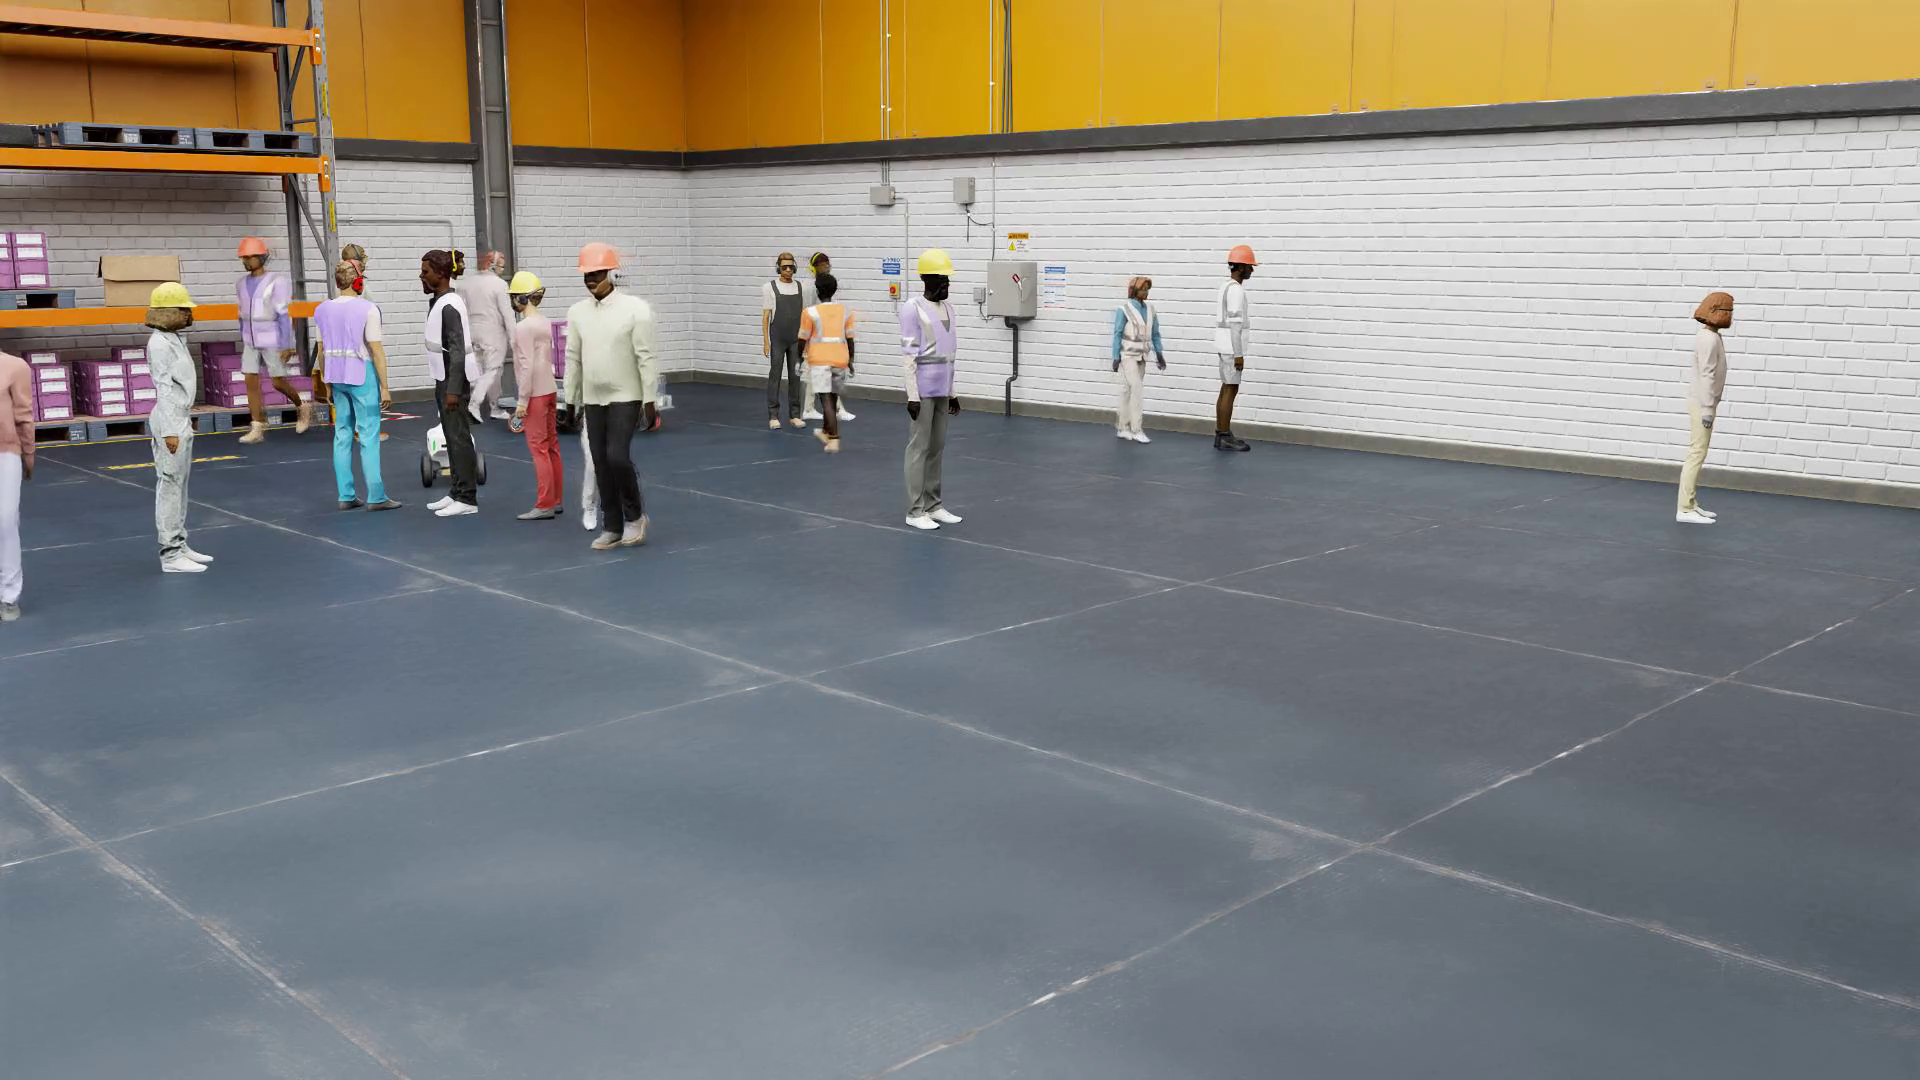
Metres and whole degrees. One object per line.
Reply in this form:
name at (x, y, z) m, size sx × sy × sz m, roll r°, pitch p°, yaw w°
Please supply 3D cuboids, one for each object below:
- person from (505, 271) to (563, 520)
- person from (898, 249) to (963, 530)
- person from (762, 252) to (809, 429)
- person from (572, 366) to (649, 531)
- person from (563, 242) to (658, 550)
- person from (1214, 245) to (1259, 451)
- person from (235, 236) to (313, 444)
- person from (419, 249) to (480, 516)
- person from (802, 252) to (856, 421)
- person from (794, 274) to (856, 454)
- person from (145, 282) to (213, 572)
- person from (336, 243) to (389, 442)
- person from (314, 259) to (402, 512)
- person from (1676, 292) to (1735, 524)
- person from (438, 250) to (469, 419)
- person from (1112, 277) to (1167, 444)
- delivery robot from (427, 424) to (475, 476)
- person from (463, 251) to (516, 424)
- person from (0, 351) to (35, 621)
person at (-3.049, -1.022, 11.868) m, size 0.331 × 1.768 × 0.526 m, roll 1°, pitch 10°, yaw 6°
person at (-0.189, -1.045, 11.551) m, size 0.370 × 1.928 × 0.585 m, roll 6°, pitch 12°, yaw 30°
person at (-1.822, -2.085, 17.448) m, size 0.514 × 1.844 × 0.327 m, roll -5°, pitch 12°, yaw -28°
person at (-2.378, -0.856, 11.328) m, size 0.529 × 1.622 × 0.348 m, roll -5°, pitch 12°, yaw -26°
person at (-2.264, -0.907, 10.665) m, size 0.647 × 1.973 × 0.442 m, roll 4°, pitch 11°, yaw 22°
person at (2.605, -1.801, 15.678) m, size 0.388 × 1.928 × 0.546 m, roll 0°, pitch 10°, yaw 2°
person at (-6.819, -1.976, 16.399) m, size 0.617 × 2.016 × 0.870 m, roll 3°, pitch 11°, yaw 17°
person at (-3.699, -1.138, 12.080) m, size 0.398 × 1.920 × 0.589 m, roll -4°, pitch 11°, yaw -23°
person at (-1.430, -2.207, 18.170) m, size 0.736 × 1.832 × 0.494 m, roll 2°, pitch 11°, yaw 10°
person at (-1.294, -1.667, 15.668) m, size 0.553 × 1.652 × 0.867 m, roll -6°, pitch 12°, yaw -31°
person at (-4.735, -0.683, 10.079) m, size 0.321 × 1.743 × 0.488 m, roll -3°, pitch 11°, yaw -15°
person at (-5.930, -1.941, 16.405) m, size 0.370 × 1.940 × 0.631 m, roll -7°, pitch 12°, yaw -33°
person at (-4.440, -1.122, 12.186) m, size 0.563 × 1.848 × 0.389 m, roll 4°, pitch 11°, yaw 19°
person at (5.273, -0.932, 11.758) m, size 0.279 × 1.627 × 0.501 m, roll 4°, pitch 11°, yaw 23°
person at (-5.619, -2.264, 18.404) m, size 0.349 × 1.861 × 0.514 m, roll -6°, pitch 12°, yaw -30°
person at (1.772, -1.758, 16.283) m, size 0.669 × 1.612 × 0.532 m, roll 10°, pitch 15°, yaw 44°
delivery robot at (-4.171, -0.783, 13.615) m, size 0.477 × 0.478 × 0.707 m, roll -4°, pitch 11°, yaw -20°
person at (-5.122, -2.189, 17.987) m, size 0.649 × 1.870 × 0.839 m, roll 8°, pitch 13°, yaw 38°
person at (-5.267, -0.473, 8.985) m, size 0.516 × 1.739 × 0.857 m, roll -4°, pitch 11°, yaw -23°
